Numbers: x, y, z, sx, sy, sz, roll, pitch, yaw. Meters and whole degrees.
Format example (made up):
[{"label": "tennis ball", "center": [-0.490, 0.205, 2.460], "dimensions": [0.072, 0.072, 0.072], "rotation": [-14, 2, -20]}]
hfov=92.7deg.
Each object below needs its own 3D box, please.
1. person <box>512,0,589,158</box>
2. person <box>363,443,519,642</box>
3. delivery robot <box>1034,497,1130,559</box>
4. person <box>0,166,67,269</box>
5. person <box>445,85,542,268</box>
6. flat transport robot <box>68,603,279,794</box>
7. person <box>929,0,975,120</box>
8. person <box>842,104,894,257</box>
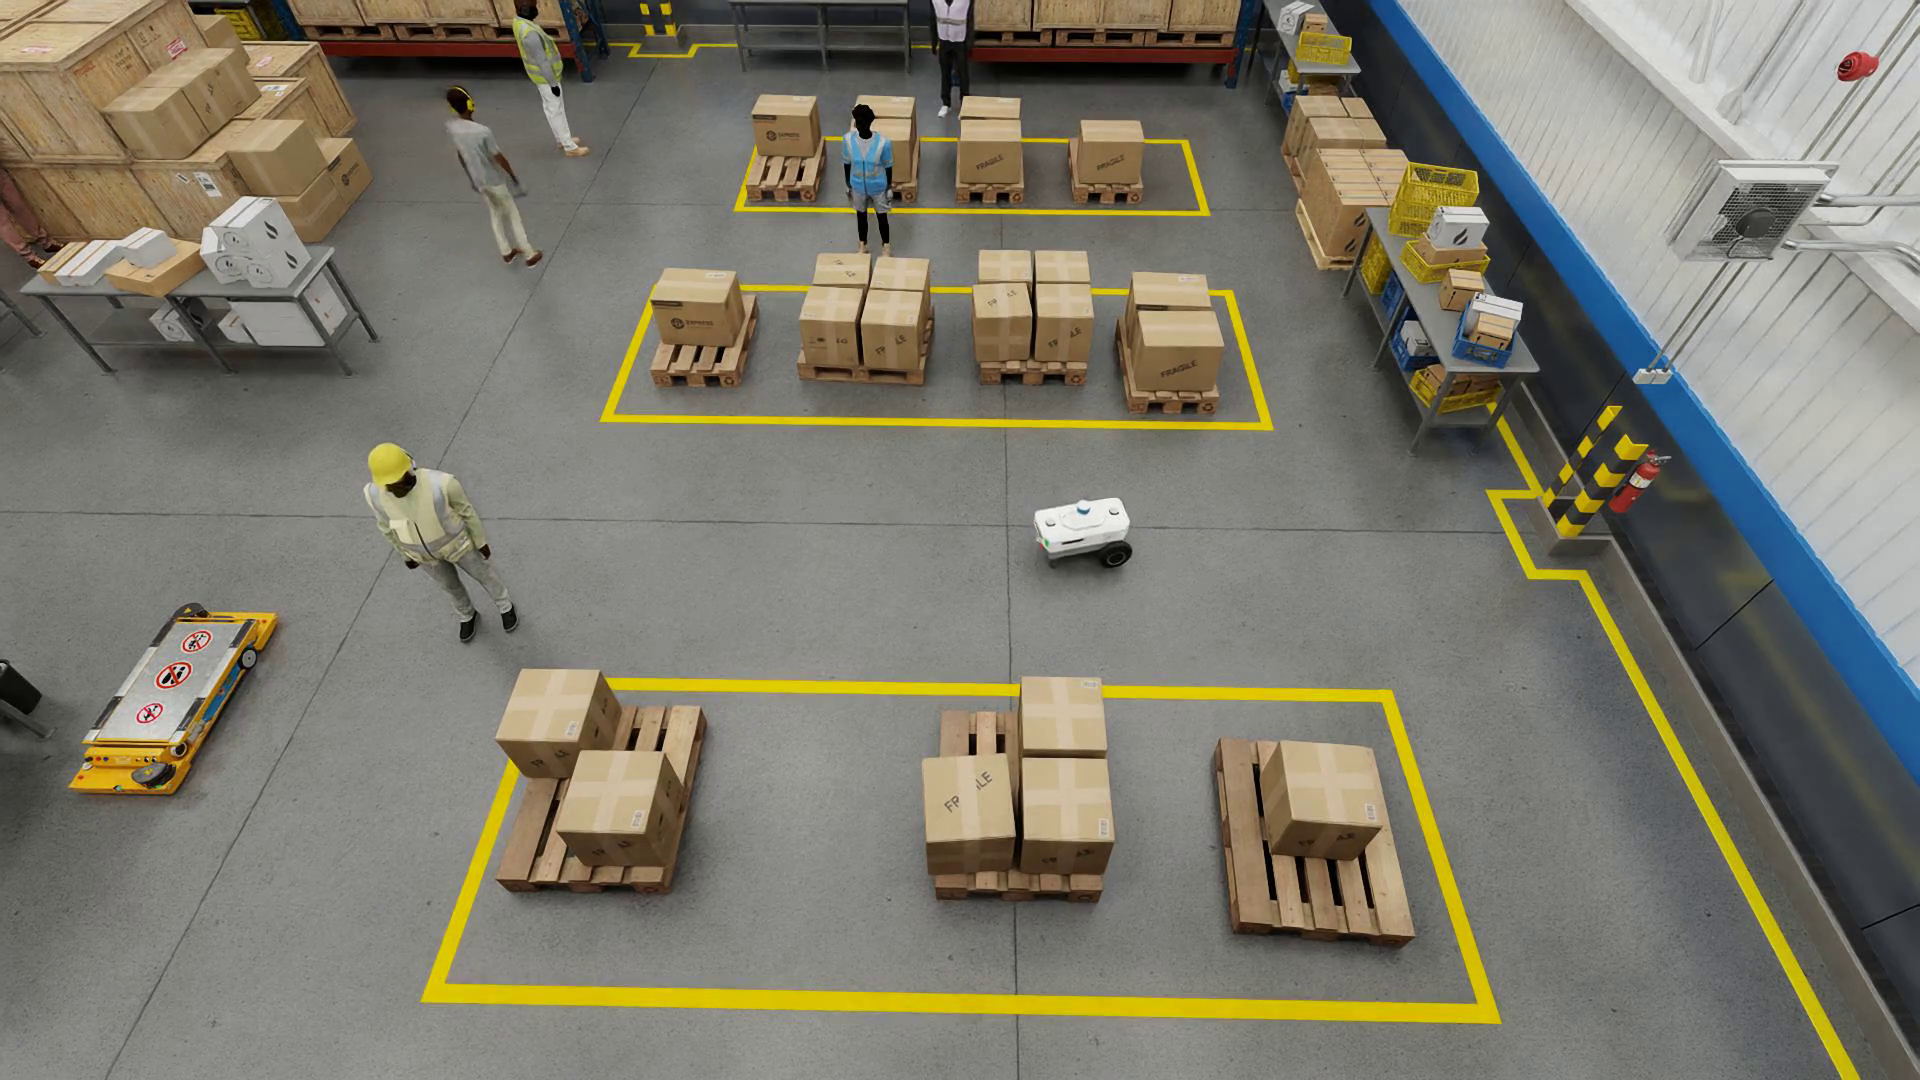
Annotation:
[{"label": "person", "center": [-4.980, -5.598, 11.068], "dimensions": [0.429, 1.840, 0.622], "rotation": [-26, 55, -21]}, {"label": "person", "center": [-3.568, 0.033, 6.303], "dimensions": [0.590, 1.836, 0.404], "rotation": [-12, 51, -10]}, {"label": "delivery robot", "center": [0.948, -0.112, 7.200], "dimensions": [0.707, 0.478, 0.477], "rotation": [-10, 50, -8]}, {"label": "person", "center": [-10.079, -3.742, 9.452], "dimensions": [0.409, 1.907, 0.651], "rotation": [-1, 50, 0]}, {"label": "person", "center": [-4.793, -3.686, 9.436], "dimensions": [0.629, 1.857, 0.347], "rotation": [10, 51, 9]}, {"label": "flat transport robot", "center": [-5.504, 1.072, 6.442], "dimensions": [0.652, 0.197, 1.431], "rotation": [1, 50, 1]}, {"label": "person", "center": [-0.098, -6.361, 11.673], "dimensions": [0.583, 1.907, 0.414], "rotation": [12, 51, 10]}, {"label": "person", "center": [-0.945, -3.670, 9.526], "dimensions": [0.541, 1.696, 0.315], "rotation": [8, 50, 7]}]
